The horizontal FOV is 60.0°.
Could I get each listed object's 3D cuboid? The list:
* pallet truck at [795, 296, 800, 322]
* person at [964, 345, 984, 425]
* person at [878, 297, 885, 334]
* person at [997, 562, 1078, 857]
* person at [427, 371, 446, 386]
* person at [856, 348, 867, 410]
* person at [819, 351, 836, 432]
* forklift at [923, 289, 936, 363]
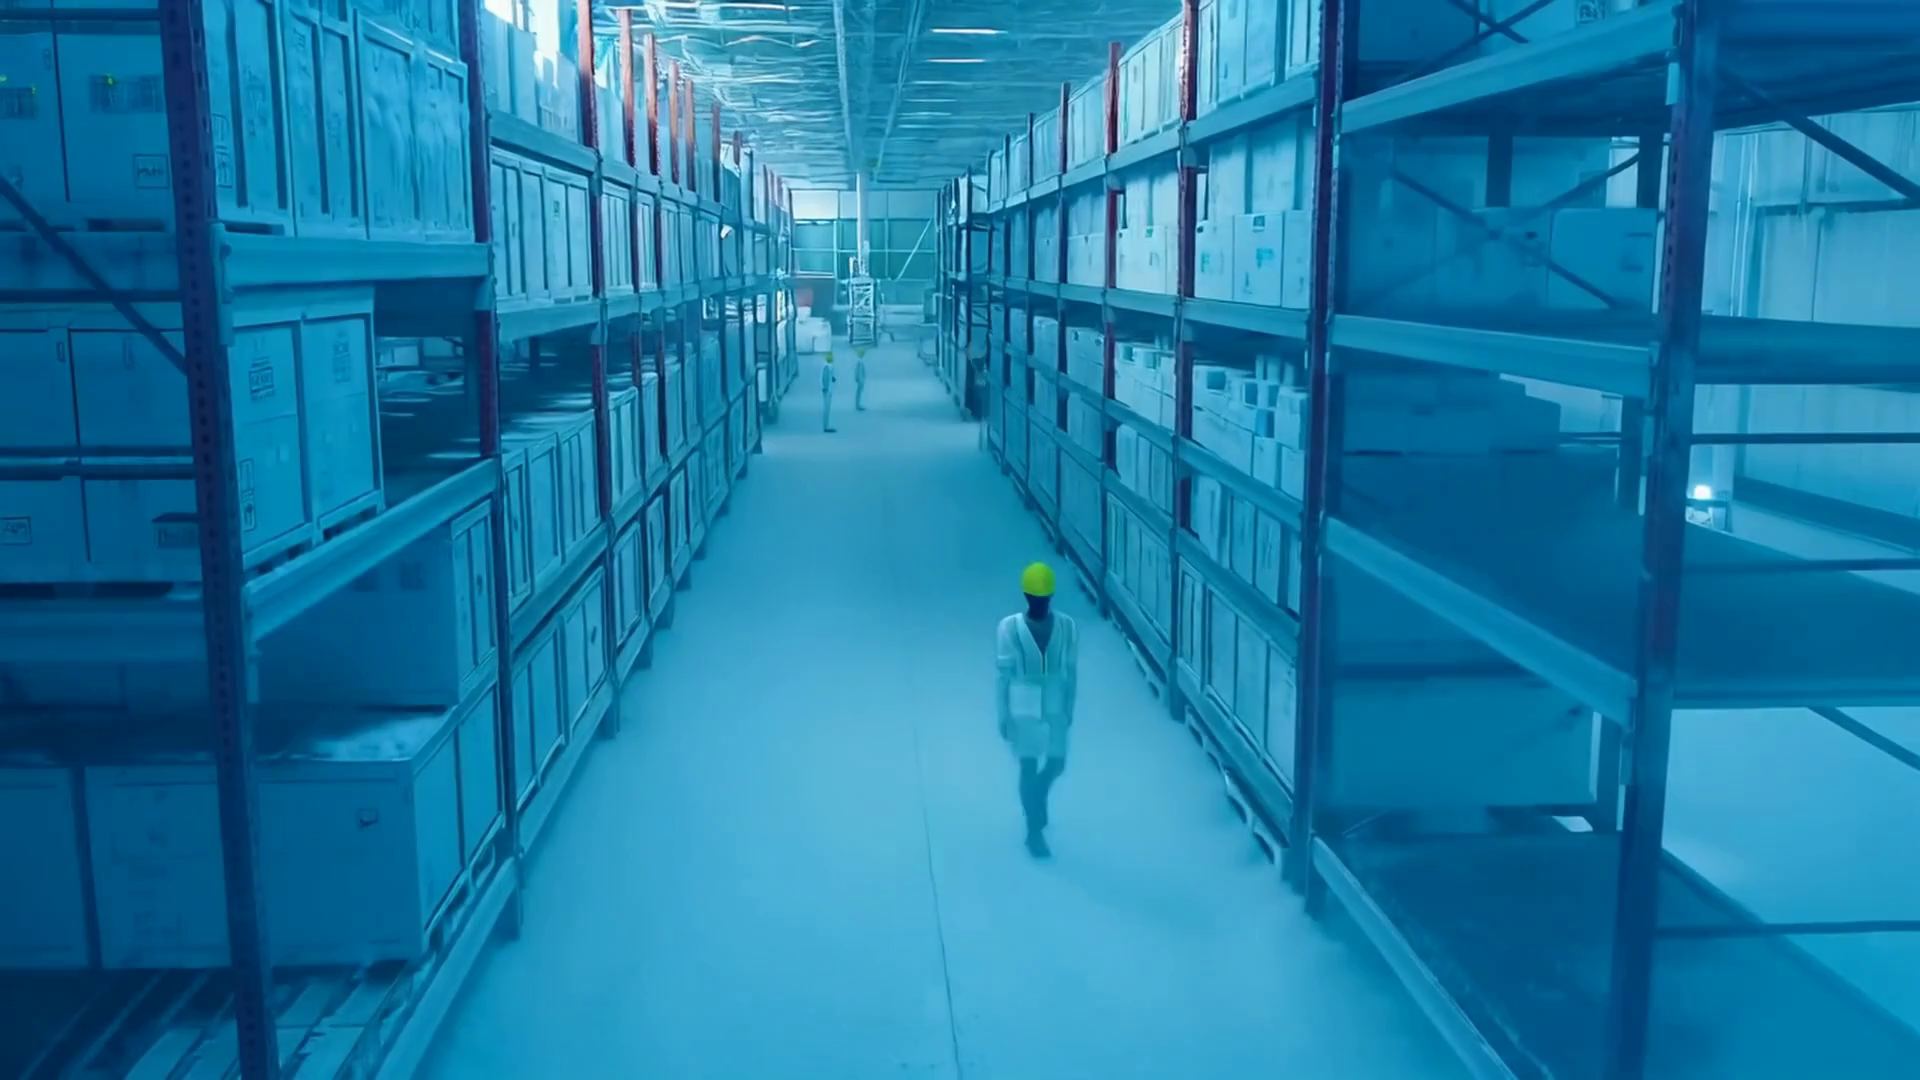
[{"bbox_3d":[-8.622,-12.439,91.403,1.885,1.965,0.823,2,10,13],"label":"pallet truck"},{"bbox_3d":[0.342,-3.620,39.033,0.457,1.893,0.624,6,11,34],"label":"person"},{"bbox_3d":[-4.225,-12.042,89.203,0.355,1.938,0.637,-1,10,-4],"label":"person"},{"bbox_3d":[0.495,1.076,10.904,0.550,1.921,0.569,-2,10,-12],"label":"person"},{"bbox_3d":[-9.234,-2.093,29.515,0.626,2.020,0.648,-1,10,-8],"label":"person"},{"bbox_3d":[-2.571,-4.183,43.211,0.318,1.624,0.523,0,10,0],"label":"person"},{"bbox_3d":[-3.004,-3.358,37.611,0.374,1.843,0.573,-1,10,-4],"label":"person"},{"bbox_3d":[-0.832,-8.181,63.334,1.129,2.768,1.873,-1,10,-3],"label":"forklift"}]
